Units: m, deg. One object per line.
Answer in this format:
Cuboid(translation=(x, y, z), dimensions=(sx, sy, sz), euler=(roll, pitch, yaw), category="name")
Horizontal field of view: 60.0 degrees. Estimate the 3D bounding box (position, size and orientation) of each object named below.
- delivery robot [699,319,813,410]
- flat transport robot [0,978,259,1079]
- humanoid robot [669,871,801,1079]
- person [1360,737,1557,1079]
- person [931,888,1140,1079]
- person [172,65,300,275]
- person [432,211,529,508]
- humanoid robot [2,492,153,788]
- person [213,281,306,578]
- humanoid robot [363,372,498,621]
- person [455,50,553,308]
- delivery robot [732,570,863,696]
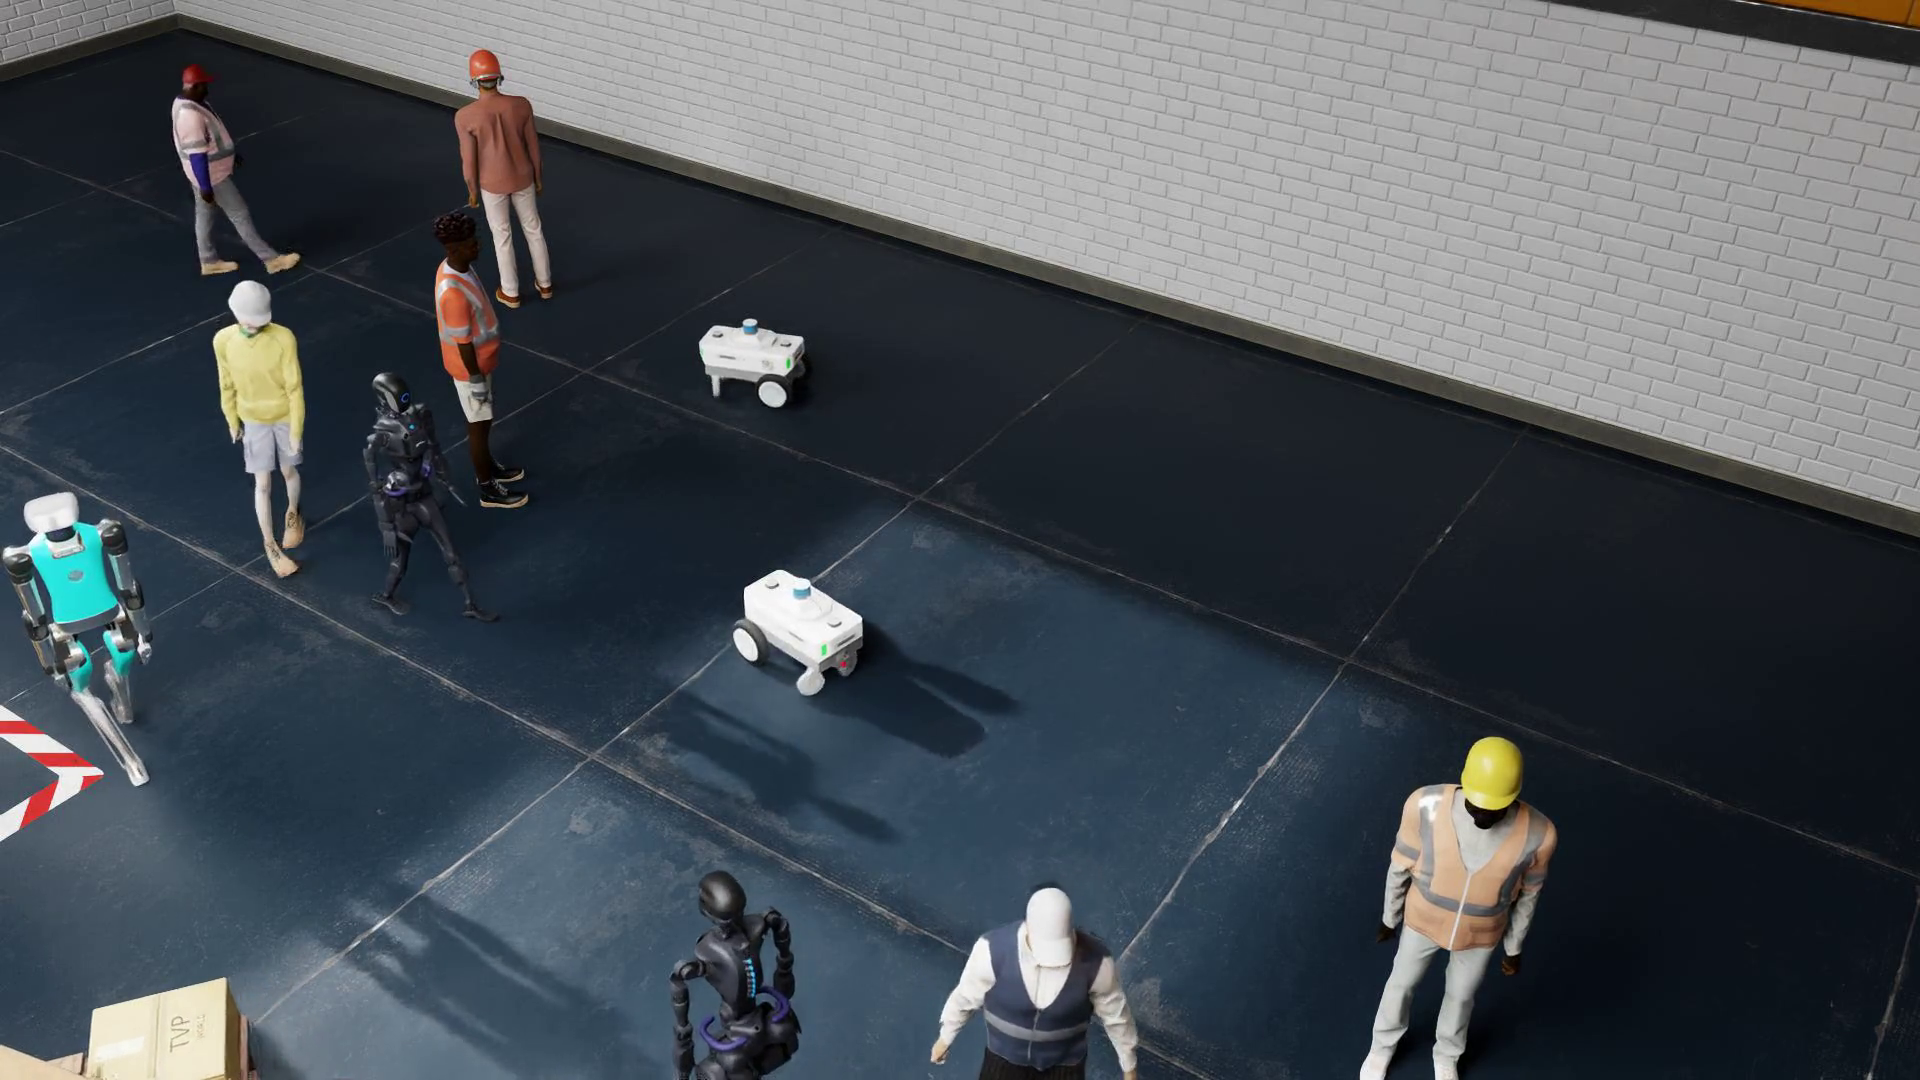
Cuboid(translation=(-1.440, -1.274, 11.850), dimensions=(0.784, 0.613, 0.503), euler=(9, 36, 13), category="delivery robot")
Cuboid(translation=(-3.180, 2.632, 6.502), dimensions=(1.431, 0.231, 0.659), euler=(-11, 37, -16), category="flat transport robot")
Cuboid(translation=(-0.828, 1.929, 6.331), dimensions=(0.603, 1.629, 0.794), euler=(-27, 43, -33), category="humanoid robot")
Cuboid(translation=(1.976, 1.526, 6.638), dimensions=(0.585, 1.928, 0.373), euler=(10, 36, 14), category="person")
Cuboid(translation=(0.284, 1.919, 6.230), dimensions=(0.795, 1.741, 0.471), euler=(2, 35, 3), category="person")
Cuboid(translation=(-5.819, -2.924, 13.186), dimensions=(0.828, 1.709, 0.590), euler=(-16, 38, -21), category="person")
Cuboid(translation=(-3.030, -1.127, 10.395), dimensions=(0.374, 1.966, 0.605), euler=(-7, 36, -11), category="person")
Cuboid(translation=(-4.404, 0.449, 8.408), dimensions=(0.546, 1.847, 0.856), euler=(-23, 41, -29), category="humanoid robot")
Cuboid(translation=(-4.081, -0.660, 9.840), dimensions=(0.505, 1.843, 0.776), euler=(-11, 37, -15), category="person")
Cuboid(translation=(-3.095, -0.227, 9.398), dimensions=(0.770, 1.630, 0.601), euler=(15, 38, 20), category="humanoid robot")
Cuboid(translation=(-3.473, -2.740, 12.676), dimensions=(0.611, 1.995, 0.385), euler=(-19, 39, -25), category="person")
Cuboid(translation=(-0.899, 0.475, 9.335), dimensions=(0.767, 0.596, 0.511), euler=(28, 44, 34), category="delivery robot")
